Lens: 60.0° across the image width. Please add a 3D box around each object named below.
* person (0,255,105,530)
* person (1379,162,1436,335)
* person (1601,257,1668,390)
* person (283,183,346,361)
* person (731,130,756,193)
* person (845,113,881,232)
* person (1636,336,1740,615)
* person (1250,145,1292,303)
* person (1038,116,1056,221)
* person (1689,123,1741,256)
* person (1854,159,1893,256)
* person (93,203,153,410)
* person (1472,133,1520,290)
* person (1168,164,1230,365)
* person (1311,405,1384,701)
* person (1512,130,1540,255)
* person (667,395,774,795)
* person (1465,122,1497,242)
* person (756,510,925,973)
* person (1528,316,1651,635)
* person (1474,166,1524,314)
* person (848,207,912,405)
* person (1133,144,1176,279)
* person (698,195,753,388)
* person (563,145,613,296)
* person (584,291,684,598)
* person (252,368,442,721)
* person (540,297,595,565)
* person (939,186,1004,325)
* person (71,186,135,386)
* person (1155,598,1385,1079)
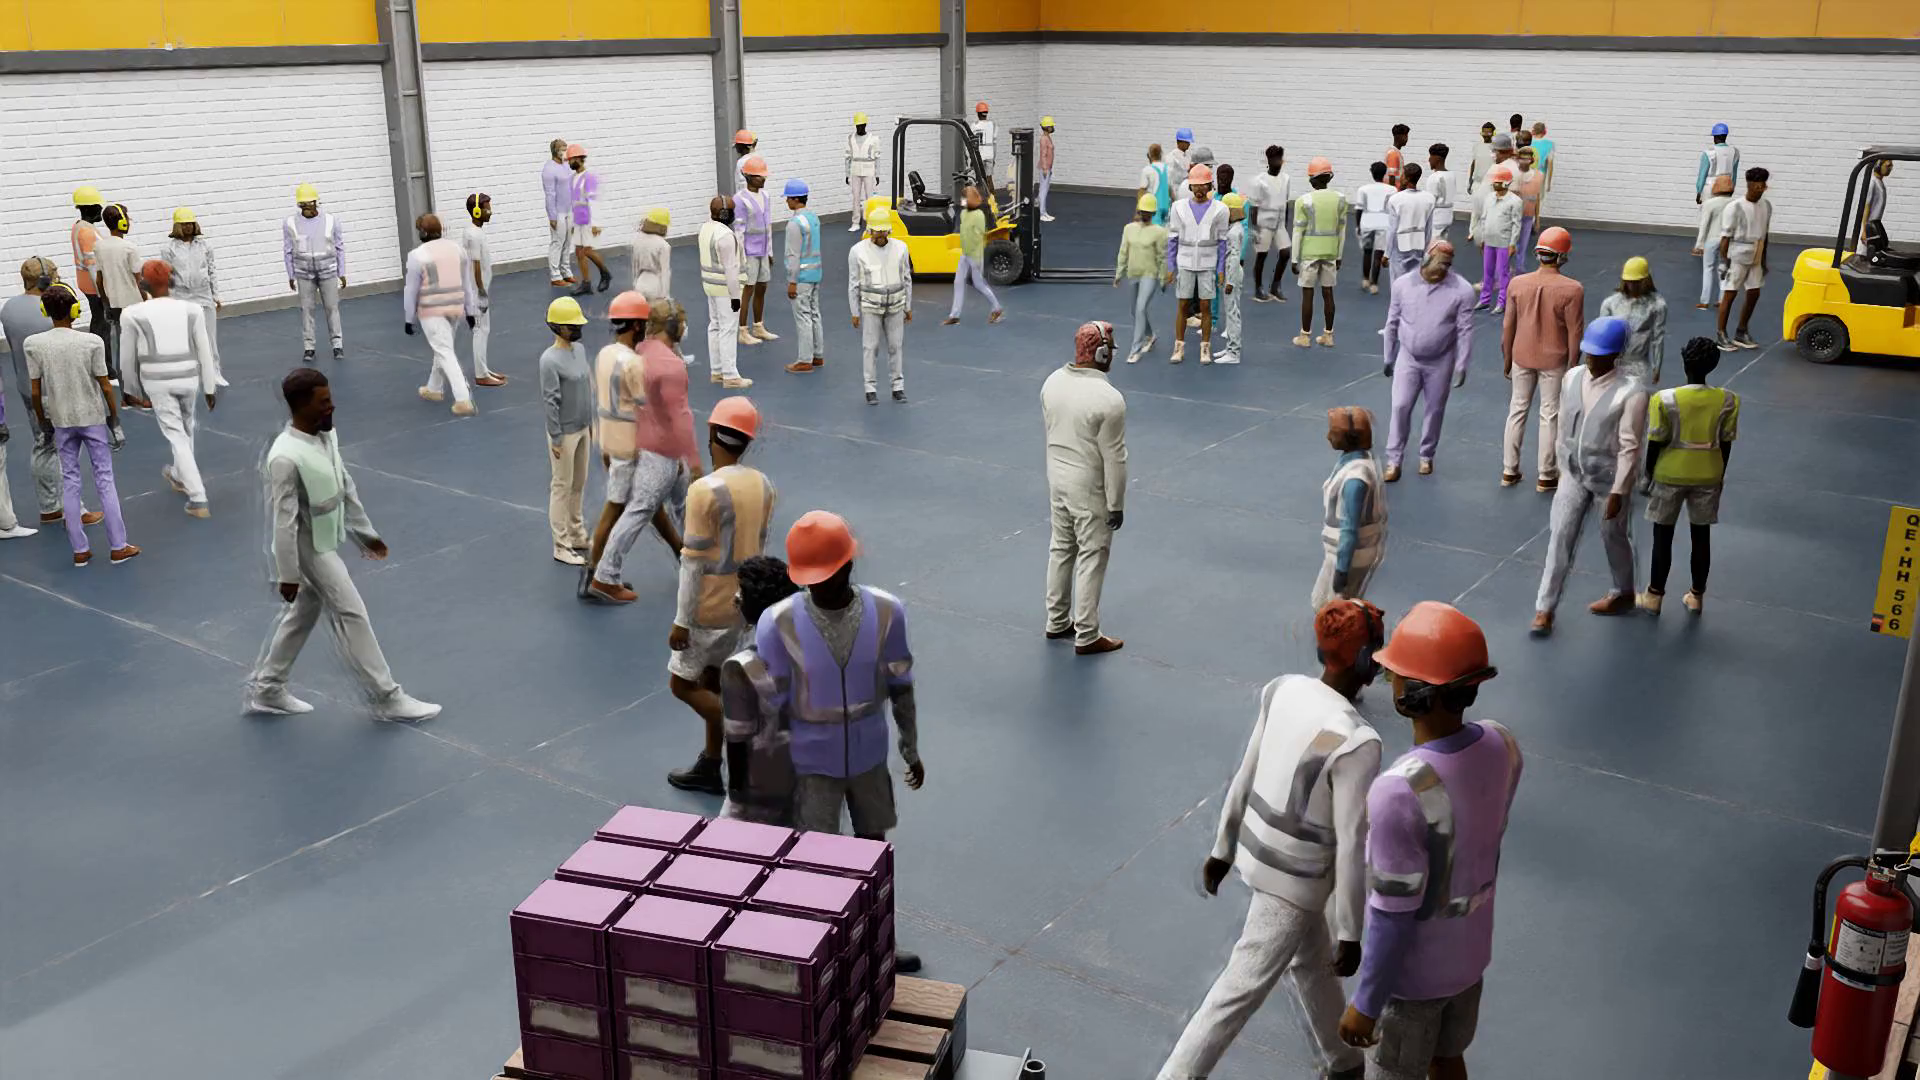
[{"bbox_3d":[-6.348,-1.017,11.627,0.635,1.928,0.381,9,20,25],"label":"person"},{"bbox_3d":[4.986,-3.227,18.542,0.596,1.921,0.380,-7,19,-21],"label":"person"},{"bbox_3d":[5.210,-1.348,13.031,0.504,1.694,0.863,10,20,28],"label":"person"},{"bbox_3d":[-6.693,-2.784,17.300,0.592,1.832,0.404,-5,18,-16],"label":"person"},{"bbox_3d":[-2.979,-4.727,23.203,0.353,1.942,0.543,5,18,15],"label":"person"},{"bbox_3d":[-1.601,-6.016,27.257,0.595,1.925,0.374,4,18,12],"label":"person"},{"bbox_3d":[4.344,-0.372,9.978,0.548,1.696,0.318,0,18,1],"label":"person"},{"bbox_3d":[3.889,-3.896,20.594,0.650,1.942,0.620,-10,20,-28],"label":"person"},{"bbox_3d":[1.499,-6.411,28.747,0.304,1.772,0.529,4,18,11],"label":"person"},{"bbox_3d":[11.163,-5.168,24.592,0.605,1.939,0.416,-2,18,-8],"label":"person"},{"bbox_3d":[11.288,-3.864,20.659,0.328,1.844,0.511,14,22,37],"label":"person"},{"bbox_3d":[-7.575,-2.116,15.152,0.538,1.869,0.313,5,18,16],"label":"person"},{"bbox_3d":[6.929,-4.250,21.550,0.536,2.000,0.707,0,18,0],"label":"person"},{"bbox_3d":[2.431,-2.816,17.062,0.607,2.044,0.375,4,18,11],"label":"person"},{"bbox_3d":[2.008,0.084,8.657,0.364,1.619,0.532,4,18,11],"label":"person"},{"bbox_3d":[8.340,-5.172,24.783,0.638,1.830,0.429,-17,24,-42],"label":"person"},{"bbox_3d":[-1.100,0.289,7.603,0.547,1.887,0.594,7,19,22],"label":"person"},{"bbox_3d":[8.206,-5.601,26.076,0.510,1.860,0.333,14,22,37],"label":"person"},{"bbox_3d":[-0.414,0.791,5.996,0.613,1.913,0.422,-6,19,-17],"label":"person"},{"bbox_3d":[3.731,-0.391,9.734,0.934,1.900,0.611,-13,22,-34],"label":"person"},{"bbox_3d":[6.456,-3.598,19.978,0.339,1.748,0.564,-10,20,-28],"label":"person"},{"bbox_3d":[-0.728,-2.158,15.369,0.602,1.820,0.403,-6,19,-19],"label":"person"},{"bbox_3d":[2.639,-4.507,22.776,0.652,1.777,0.944,-12,21,-33],"label":"person"},{"bbox_3d":[-2.268,-2.399,16.086,0.429,1.840,0.636,-10,20,-29],"label":"person"},{"bbox_3d":[-4.762,-4.081,21.269,0.633,1.893,0.617,-16,23,-40],"label":"person"},{"bbox_3d":[-1.956,-0.597,10.367,1.005,1.877,0.561,-8,20,-24],"label":"person"},{"bbox_3d":[-3.236,0.041,8.419,0.994,1.871,0.597,-2,18,-5],"label":"person"},{"bbox_3d":[-2.553,-0.725,10.969,0.316,1.767,0.535,4,18,13],"label":"person"},{"bbox_3d":[0.148,-3.297,19.275,0.743,1.609,0.515,-10,20,-28],"label":"person"},{"bbox_3d":[-8.341,-2.452,16.110,0.366,1.927,0.585,-11,21,-30],"label":"person"},{"bbox_3d":[1.014,1.081,5.265,1.071,1.819,0.627,-5,18,-14],"label":"person"}]
